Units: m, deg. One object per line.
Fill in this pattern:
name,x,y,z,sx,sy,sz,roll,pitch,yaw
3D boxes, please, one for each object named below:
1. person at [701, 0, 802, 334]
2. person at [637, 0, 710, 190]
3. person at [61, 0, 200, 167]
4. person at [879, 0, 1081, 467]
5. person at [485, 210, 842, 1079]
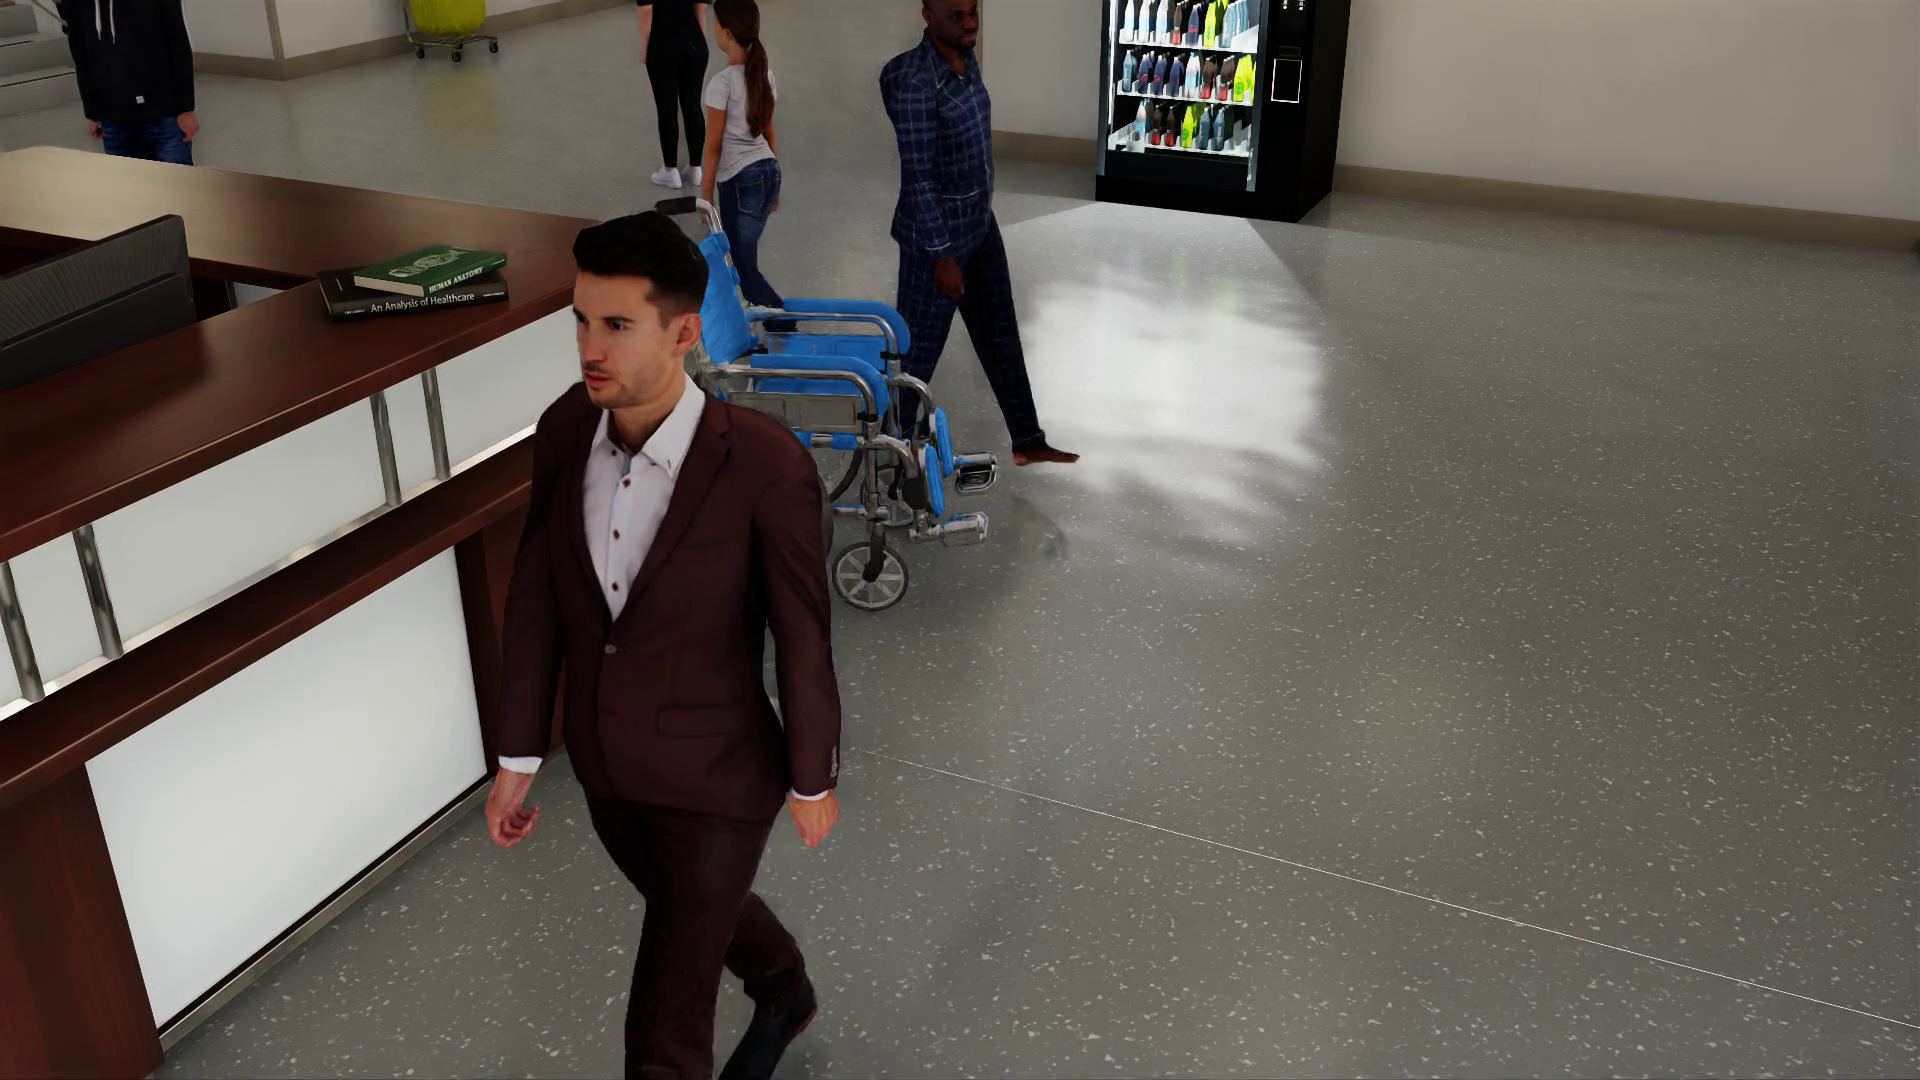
person,-0.857,-1.454,6.929,1.011,1.536,0.677,18,31,32
person,-1.682,-2.934,9.880,0.706,1.637,0.732,-18,31,-33
person,-3.681,-1.929,7.500,0.667,1.894,0.813,0,26,1
person,-0.137,-1.076,5.853,1.027,1.789,0.733,11,28,22
person,-0.451,0.351,2.858,1.129,1.821,0.801,13,29,25
